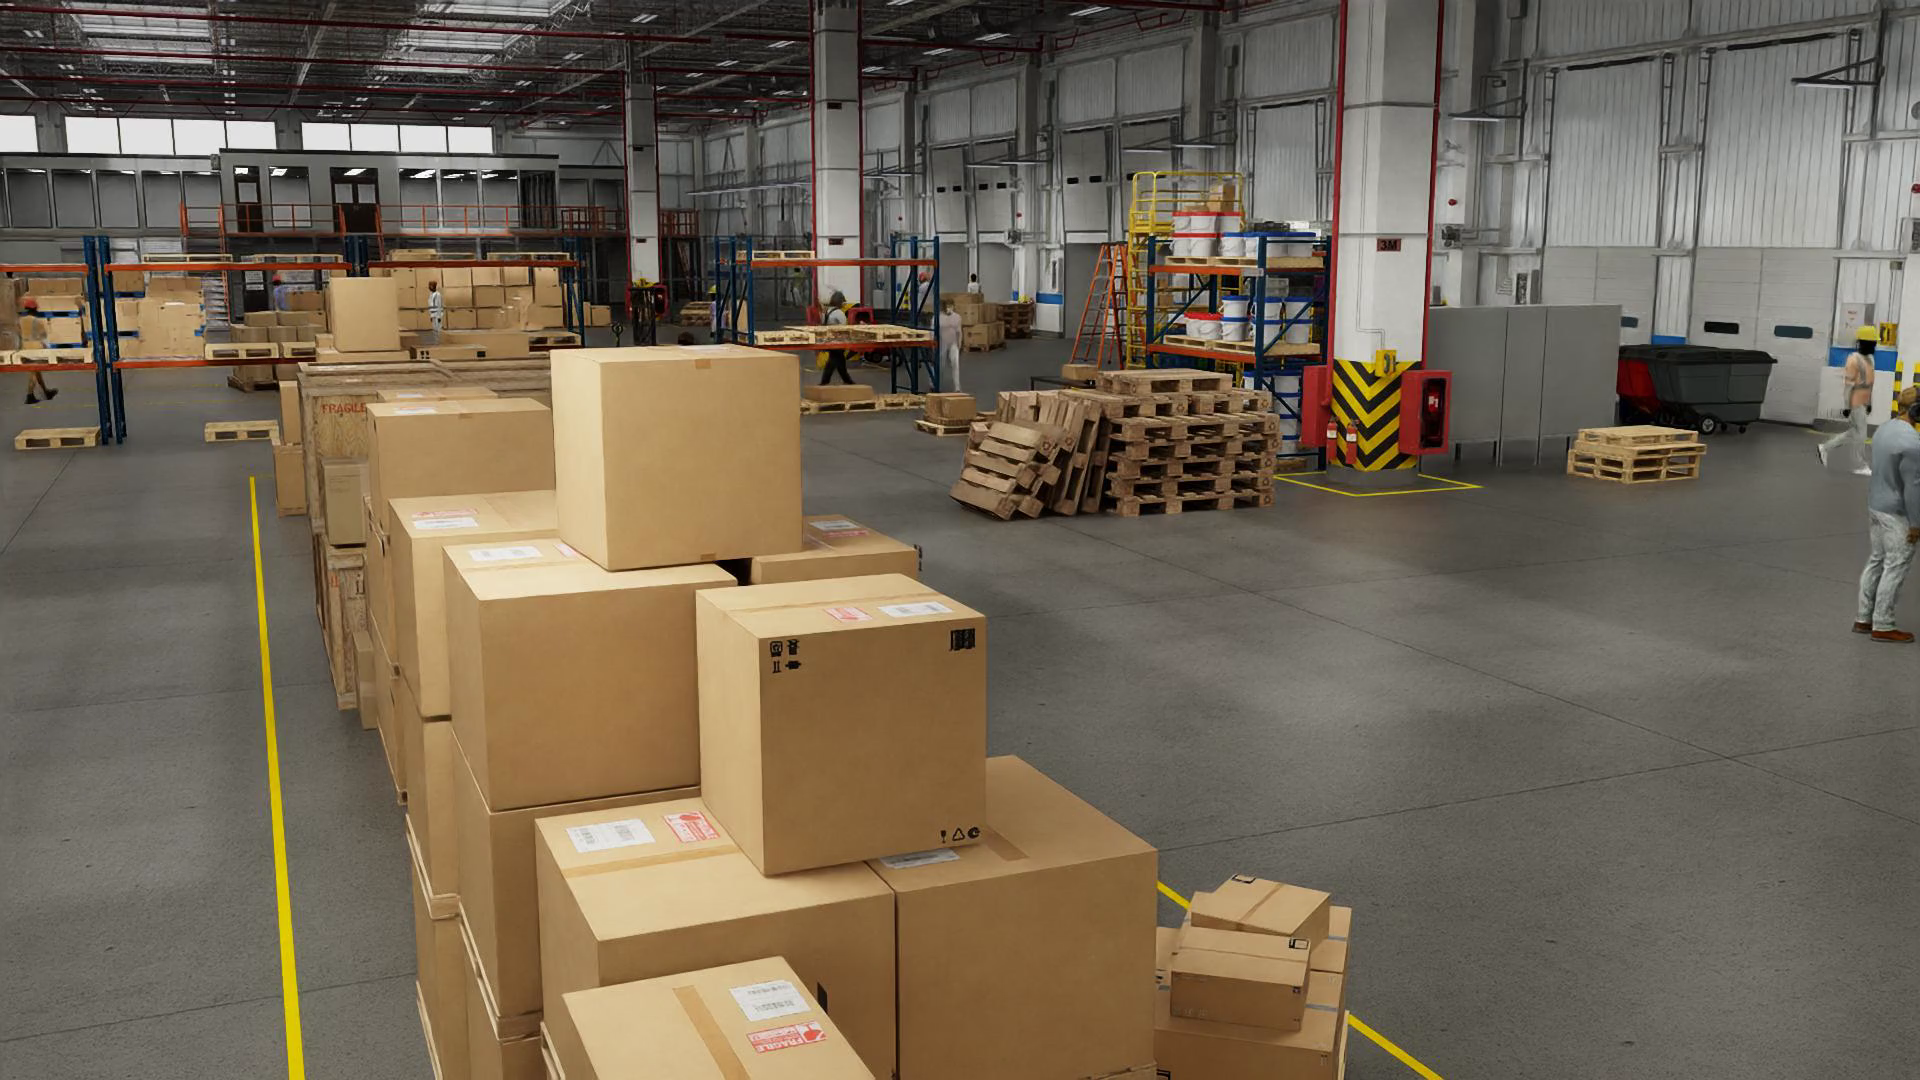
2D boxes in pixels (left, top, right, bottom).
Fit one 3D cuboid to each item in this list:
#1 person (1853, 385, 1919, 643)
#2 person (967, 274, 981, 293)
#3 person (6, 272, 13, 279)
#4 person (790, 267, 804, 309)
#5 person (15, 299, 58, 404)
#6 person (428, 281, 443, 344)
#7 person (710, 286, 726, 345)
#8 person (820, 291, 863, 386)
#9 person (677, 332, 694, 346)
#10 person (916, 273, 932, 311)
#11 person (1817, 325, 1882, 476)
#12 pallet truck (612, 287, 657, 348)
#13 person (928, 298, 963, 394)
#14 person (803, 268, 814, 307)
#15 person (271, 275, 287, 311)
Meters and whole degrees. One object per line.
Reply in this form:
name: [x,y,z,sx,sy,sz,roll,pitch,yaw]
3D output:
person: [6.959,-0.189,12.372,0.372,1.927,0.635,1,10,4]
person: [0.448,-7.644,53.624,0.521,1.865,0.327,-5,11,-24]
person: [-32.648,-8.329,57.246,0.596,1.916,0.372,-4,11,-21]
person: [-6.928,-10.796,71.203,0.634,1.803,0.946,-8,13,-37]
person: [-16.902,-3.463,30.495,0.571,1.888,0.957,2,10,10]
person: [-14.041,-6.008,44.583,0.353,1.877,0.573,-8,13,-39]
person: [-5.541,-4.835,37.962,0.362,1.928,0.587,3,11,15]
person: [-2.319,-3.804,31.969,1.032,2.000,0.689,-5,12,-27]
person: [-3.469,-1.676,20.827,0.660,1.822,0.713,3,11,18]
person: [-1.145,-6.944,49.453,0.670,1.969,0.633,4,11,22]
person: [11.403,-1.787,21.218,0.602,1.908,0.726,-10,14,-43]
pallet truck: [-6.464,-4.406,35.401,0.823,1.965,1.885,6,12,32]
person: [-0.273,-3.660,31.638,0.677,1.891,1.002,-5,11,-26]
person: [-5.512,-8.984,60.836,0.438,1.929,0.621,-5,12,-27]
person: [-20.765,-7.116,50.668,1.011,1.884,0.551,0,10,2]
